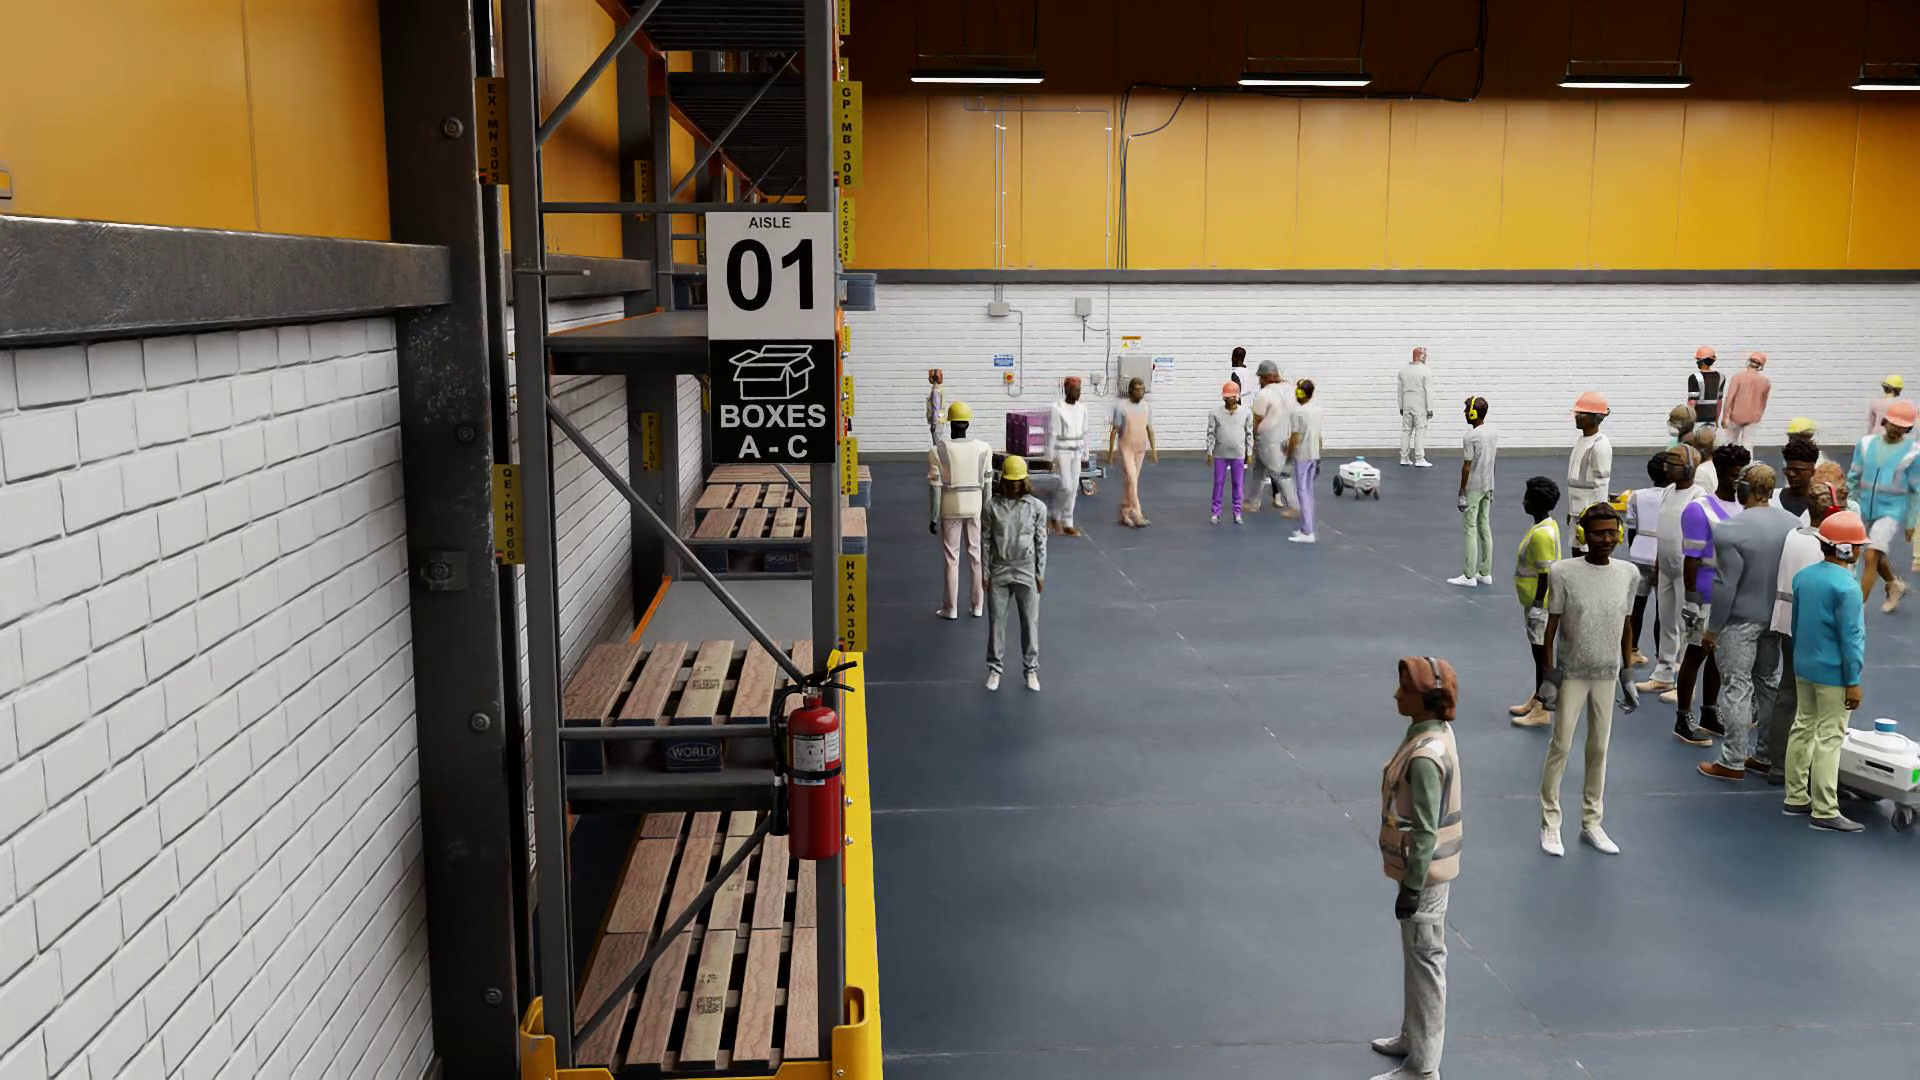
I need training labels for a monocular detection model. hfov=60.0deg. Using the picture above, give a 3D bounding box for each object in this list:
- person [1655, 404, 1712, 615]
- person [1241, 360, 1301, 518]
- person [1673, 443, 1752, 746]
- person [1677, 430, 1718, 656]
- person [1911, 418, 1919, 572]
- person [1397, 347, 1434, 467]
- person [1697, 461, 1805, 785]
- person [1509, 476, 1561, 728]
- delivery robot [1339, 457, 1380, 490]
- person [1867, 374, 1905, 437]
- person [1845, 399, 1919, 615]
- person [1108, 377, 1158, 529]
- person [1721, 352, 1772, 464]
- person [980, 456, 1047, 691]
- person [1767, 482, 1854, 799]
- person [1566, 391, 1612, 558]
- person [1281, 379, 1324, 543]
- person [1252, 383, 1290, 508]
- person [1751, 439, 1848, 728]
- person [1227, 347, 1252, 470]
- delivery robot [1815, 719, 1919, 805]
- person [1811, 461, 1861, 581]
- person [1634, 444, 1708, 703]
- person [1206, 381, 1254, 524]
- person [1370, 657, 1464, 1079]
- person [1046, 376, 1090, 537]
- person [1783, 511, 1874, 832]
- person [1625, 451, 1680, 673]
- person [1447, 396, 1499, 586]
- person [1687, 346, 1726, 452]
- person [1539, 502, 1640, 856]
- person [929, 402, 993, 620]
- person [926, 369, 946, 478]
[{"bbox_3d":[6.322,-0.225,14.522,0.402,1.928,0.634,-1,9,-3],"label":"person"},{"bbox_3d":[3.942,-1.310,20.943,1.034,2.000,0.681,6,11,34],"label":"person"},{"bbox_3d":[4.911,0.347,10.773,0.614,1.963,0.362,-5,10,-29],"label":"person"},{"bbox_3d":[5.966,0.035,13.243,0.558,1.807,0.459,-4,10,-22],"label":"person"},{"bbox_3d":[9.926,-0.639,16.728,0.535,2.000,0.685,0,9,0],"label":"person"},{"bbox_3d":[7.258,-2.111,26.401,0.403,1.904,0.652,-7,11,-35],"label":"person"},{"bbox_3d":[4.712,0.494,9.934,0.627,1.940,0.370,-3,10,-20],"label":"person"},{"bbox_3d":[3.891,0.415,11.185,0.322,1.697,0.534,3,10,20],"label":"person"},{"bbox_3d":[5.444,-0.894,22.672,0.477,0.478,0.707,-1,10,-8],"label":"delivery robot"},{"bbox_3d":[11.988,-1.262,21.523,0.356,1.764,0.531,-3,10,-21],"label":"person"},{"bbox_3d":[8.100,-0.249,14.509,0.979,1.995,0.651,-5,11,-31],"label":"person"},{"bbox_3d":[2.124,-1.030,19.903,0.548,1.806,0.880,-5,10,-28],"label":"person"},{"bbox_3d":[11.346,-1.752,24.077,0.682,1.928,0.828,2,9,10],"label":"person"},{"bbox_3d":[0.387,0.247,12.125,0.485,1.736,0.324,1,9,4],"label":"person"},{"bbox_3d":[4.956,0.579,9.693,0.390,1.846,0.565,-2,9,-11],"label":"person"},{"bbox_3d":[5.369,-0.258,14.314,0.365,2.048,0.608,0,9,1],"label":"person"},{"bbox_3d":[3.917,-0.900,19.007,0.519,1.845,0.587,-7,11,-38],"label":"person"},{"bbox_3d":[4.053,-1.257,21.680,0.540,1.696,0.317,-1,9,-5],"label":"person"},{"bbox_3d":[5.507,0.309,11.009,0.608,1.966,0.374,8,12,42],"label":"person"},{"bbox_3d":[4.369,-2.053,25.990,0.386,1.918,0.596,5,10,26],"label":"person"},{"bbox_3d":[5.144,1.242,9.273,0.477,0.478,0.707,-3,10,-21],"label":"delivery robot"},{"bbox_3d":[6.560,0.213,12.656,0.497,1.633,0.284,7,11,36],"label":"person"},{"bbox_3d":[5.111,0.237,11.839,0.351,1.847,0.507,-2,9,-10],"label":"person"},{"bbox_3d":[3.295,-1.066,20.317,0.573,1.747,0.337,1,9,8],"label":"person"},{"bbox_3d":[1.715,1.235,6.215,0.308,1.642,0.511,3,9,16],"label":"person"},{"bbox_3d":[1.277,-0.958,19.226,0.586,1.873,0.411,-7,12,-38],"label":"person"},{"bbox_3d":[4.790,0.710,9.150,0.327,1.752,0.563,-1,9,-4],"label":"person"},{"bbox_3d":[5.337,0.167,12.738,0.321,1.697,0.530,-5,10,-30],"label":"person"},{"bbox_3d":[5.043,-0.473,16.268,0.511,1.860,0.332,-7,11,-36],"label":"person"},{"bbox_3d":[10.469,-1.716,23.487,0.605,2.044,0.374,-3,10,-20],"label":"person"},{"bbox_3d":[3.295,0.723,8.705,0.519,1.874,0.326,-1,9,-3],"label":"person"},{"bbox_3d":[-0.002,-0.253,14.663,0.585,1.928,0.365,-3,10,-20],"label":"person"},{"bbox_3d":[-0.358,-1.751,24.969,0.307,1.641,0.513,0,9,2],"label":"person"}]
